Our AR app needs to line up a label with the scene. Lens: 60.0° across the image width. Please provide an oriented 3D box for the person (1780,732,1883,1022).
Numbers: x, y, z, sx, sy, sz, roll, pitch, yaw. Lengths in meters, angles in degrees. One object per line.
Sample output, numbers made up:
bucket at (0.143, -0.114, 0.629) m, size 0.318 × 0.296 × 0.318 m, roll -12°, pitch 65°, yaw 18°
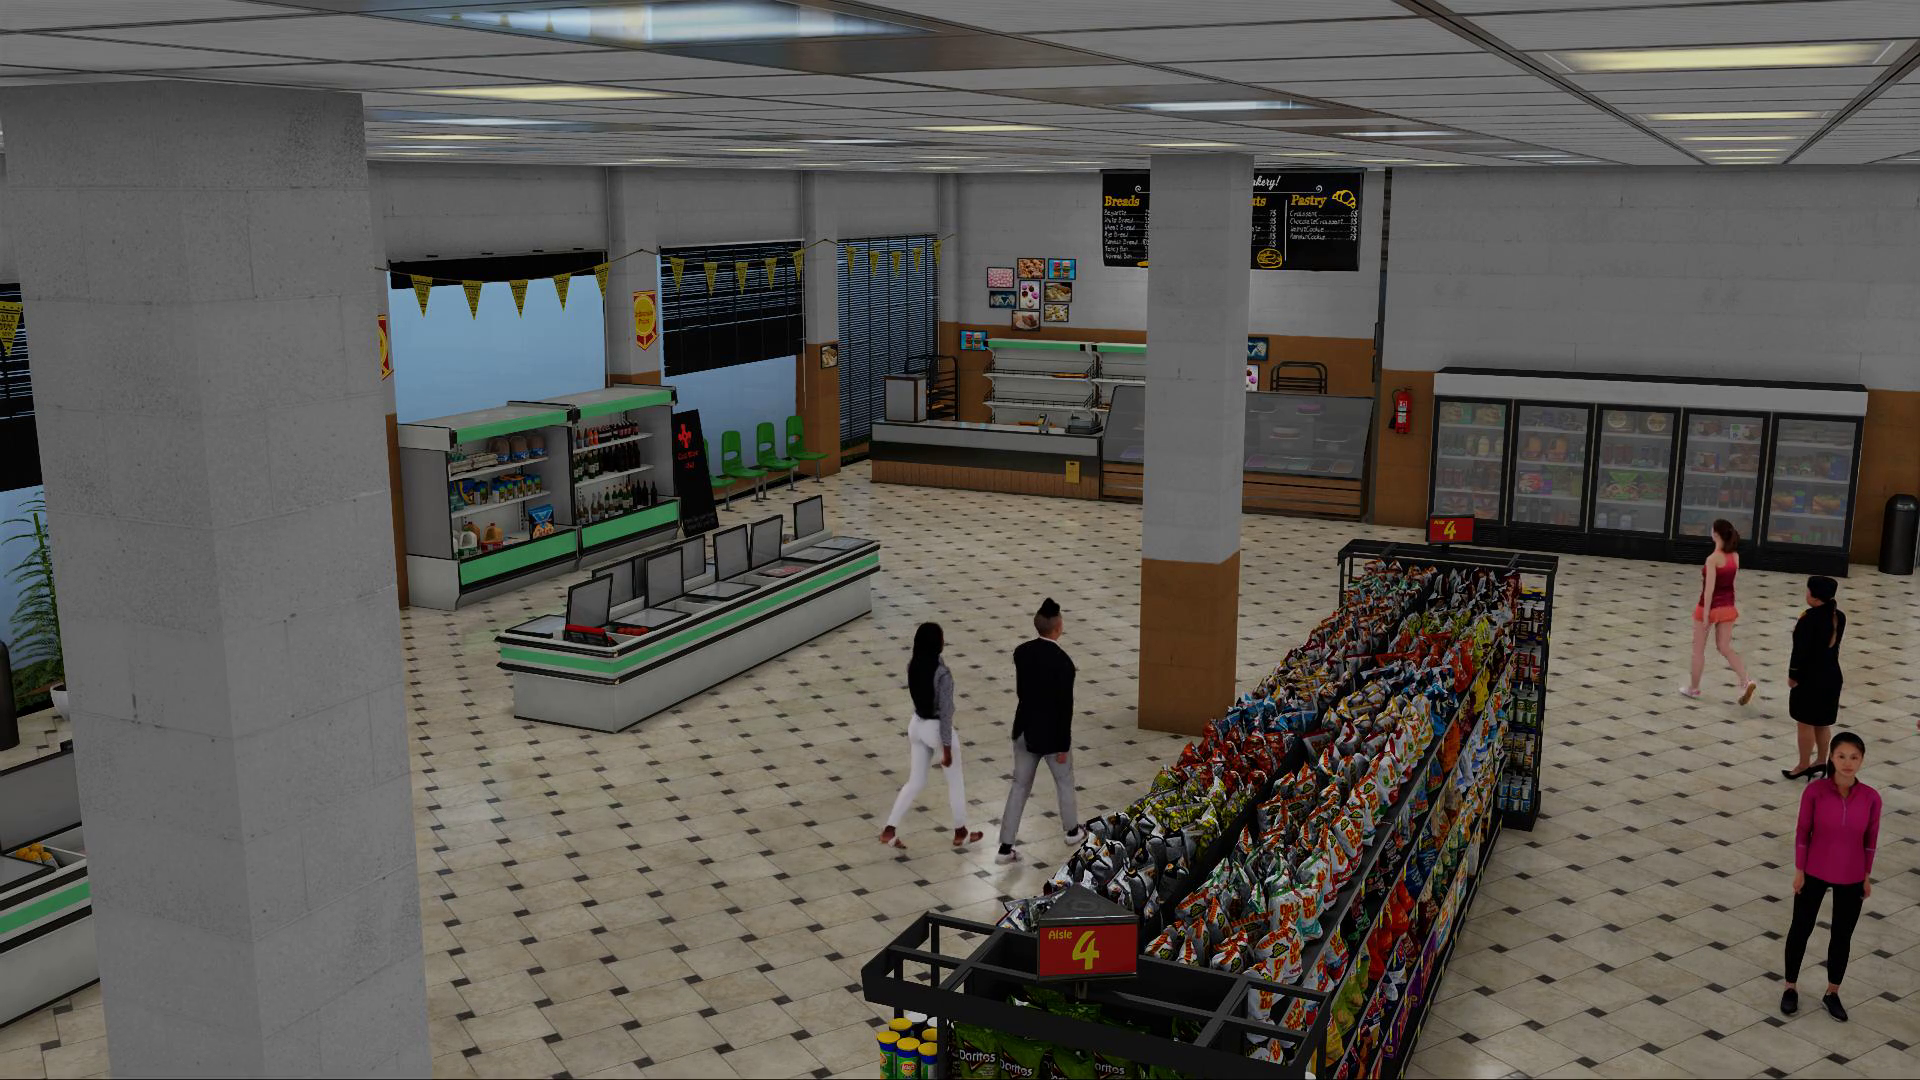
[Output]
person at (4.998, 1.913, 9.539) m, size 0.610 × 1.698 × 0.602 m, roll 3°, pitch 12°, yaw 16°

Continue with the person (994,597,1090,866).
person at (0.503, 1.367, 11.627) m, size 0.926 × 1.905 × 1.305 m, roll 10°, pitch 15°, yaw 39°

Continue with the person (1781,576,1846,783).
person at (6.877, 1.119, 13.375) m, size 0.761 × 1.672 × 0.857 m, roll -7°, pitch 14°, yaw -30°

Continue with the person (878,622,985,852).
person at (-0.261, 1.437, 11.808) m, size 1.164 × 1.694 × 0.910 m, roll -10°, pitch 16°, yaw -40°

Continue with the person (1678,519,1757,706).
person at (7.020, 0.683, 15.291) m, size 0.992 × 1.735 × 1.080 m, roll -4°, pitch 13°, yaw -18°
